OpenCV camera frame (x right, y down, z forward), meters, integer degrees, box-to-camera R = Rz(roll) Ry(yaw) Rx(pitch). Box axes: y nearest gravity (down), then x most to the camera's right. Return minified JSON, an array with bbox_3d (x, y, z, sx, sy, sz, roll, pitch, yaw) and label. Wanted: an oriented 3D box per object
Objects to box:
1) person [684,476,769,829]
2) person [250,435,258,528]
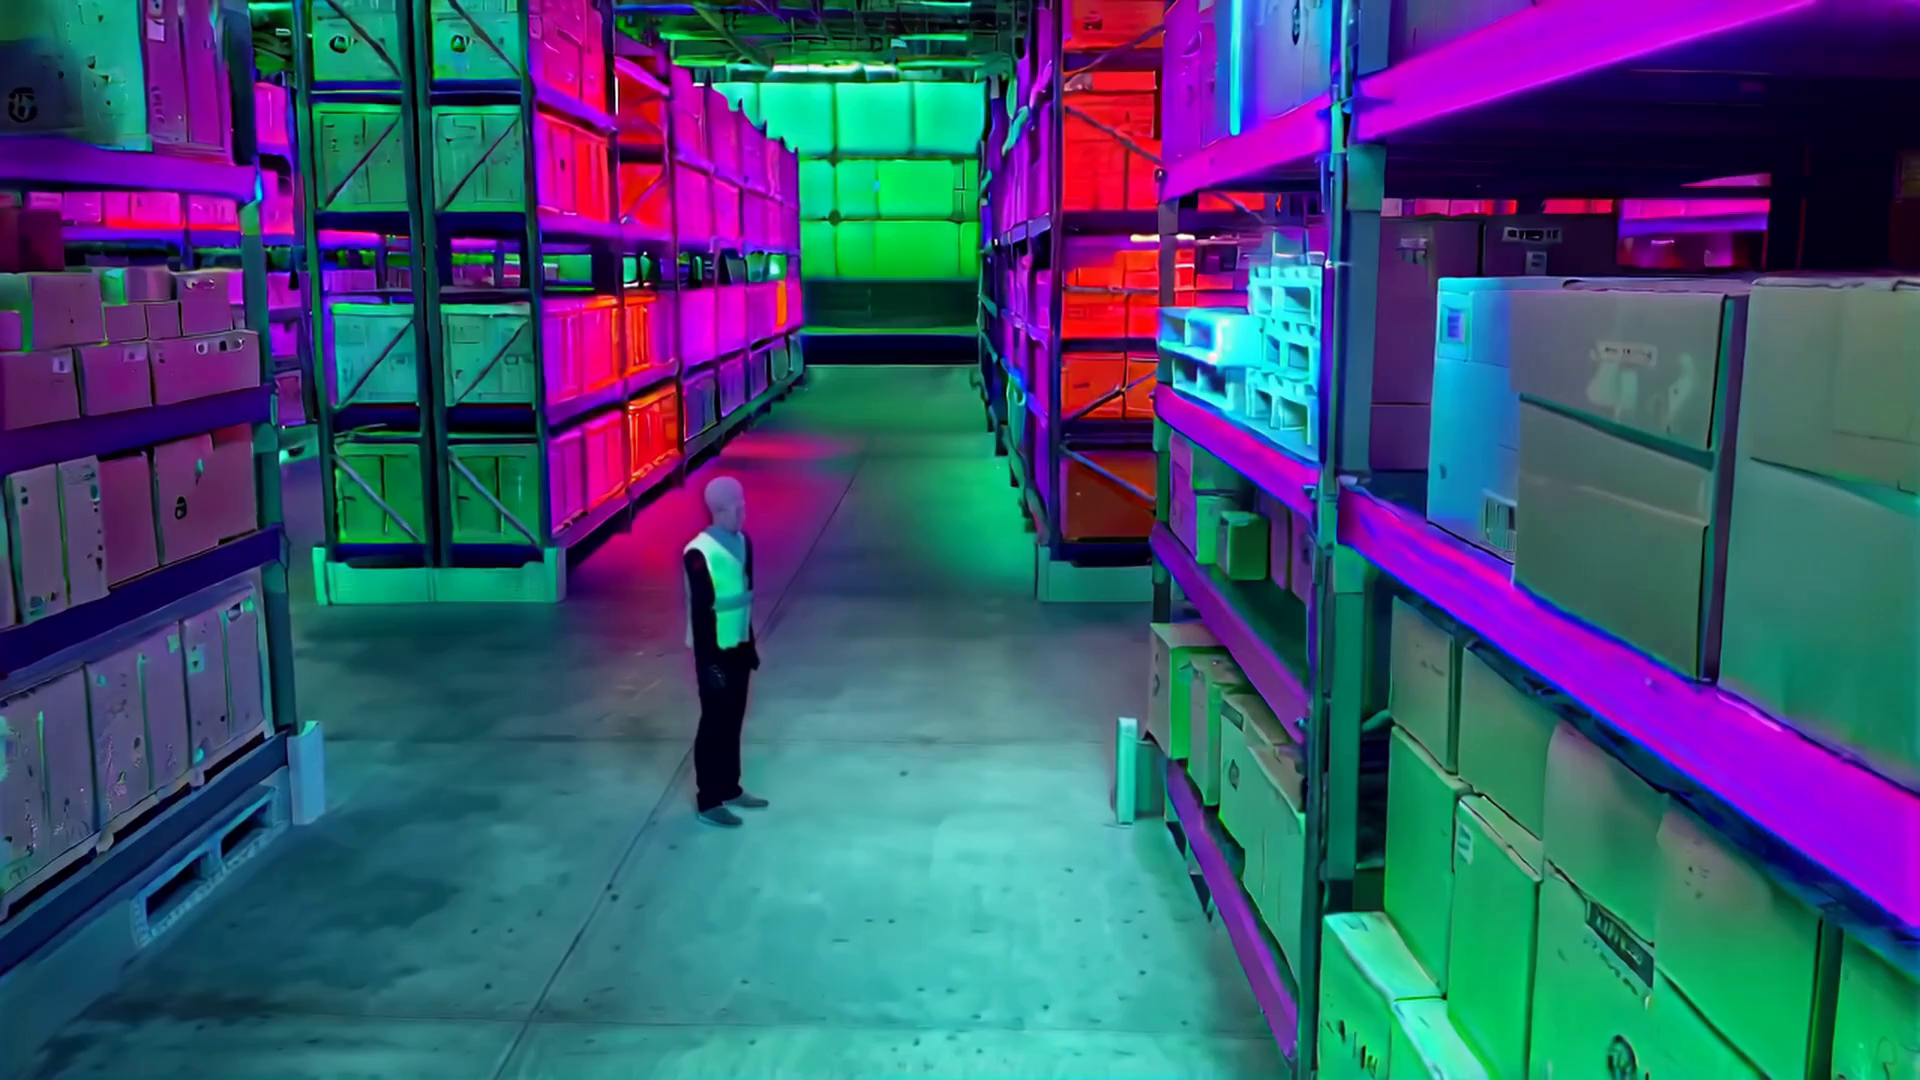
[{"bbox_3d":[-1.299,0.598,9.129,0.378,1.917,0.597,3,10,18],"label":"person"},{"bbox_3d":[-6.515,-0.298,14.906,0.644,1.822,0.477,-4,10,-23],"label":"person"}]
